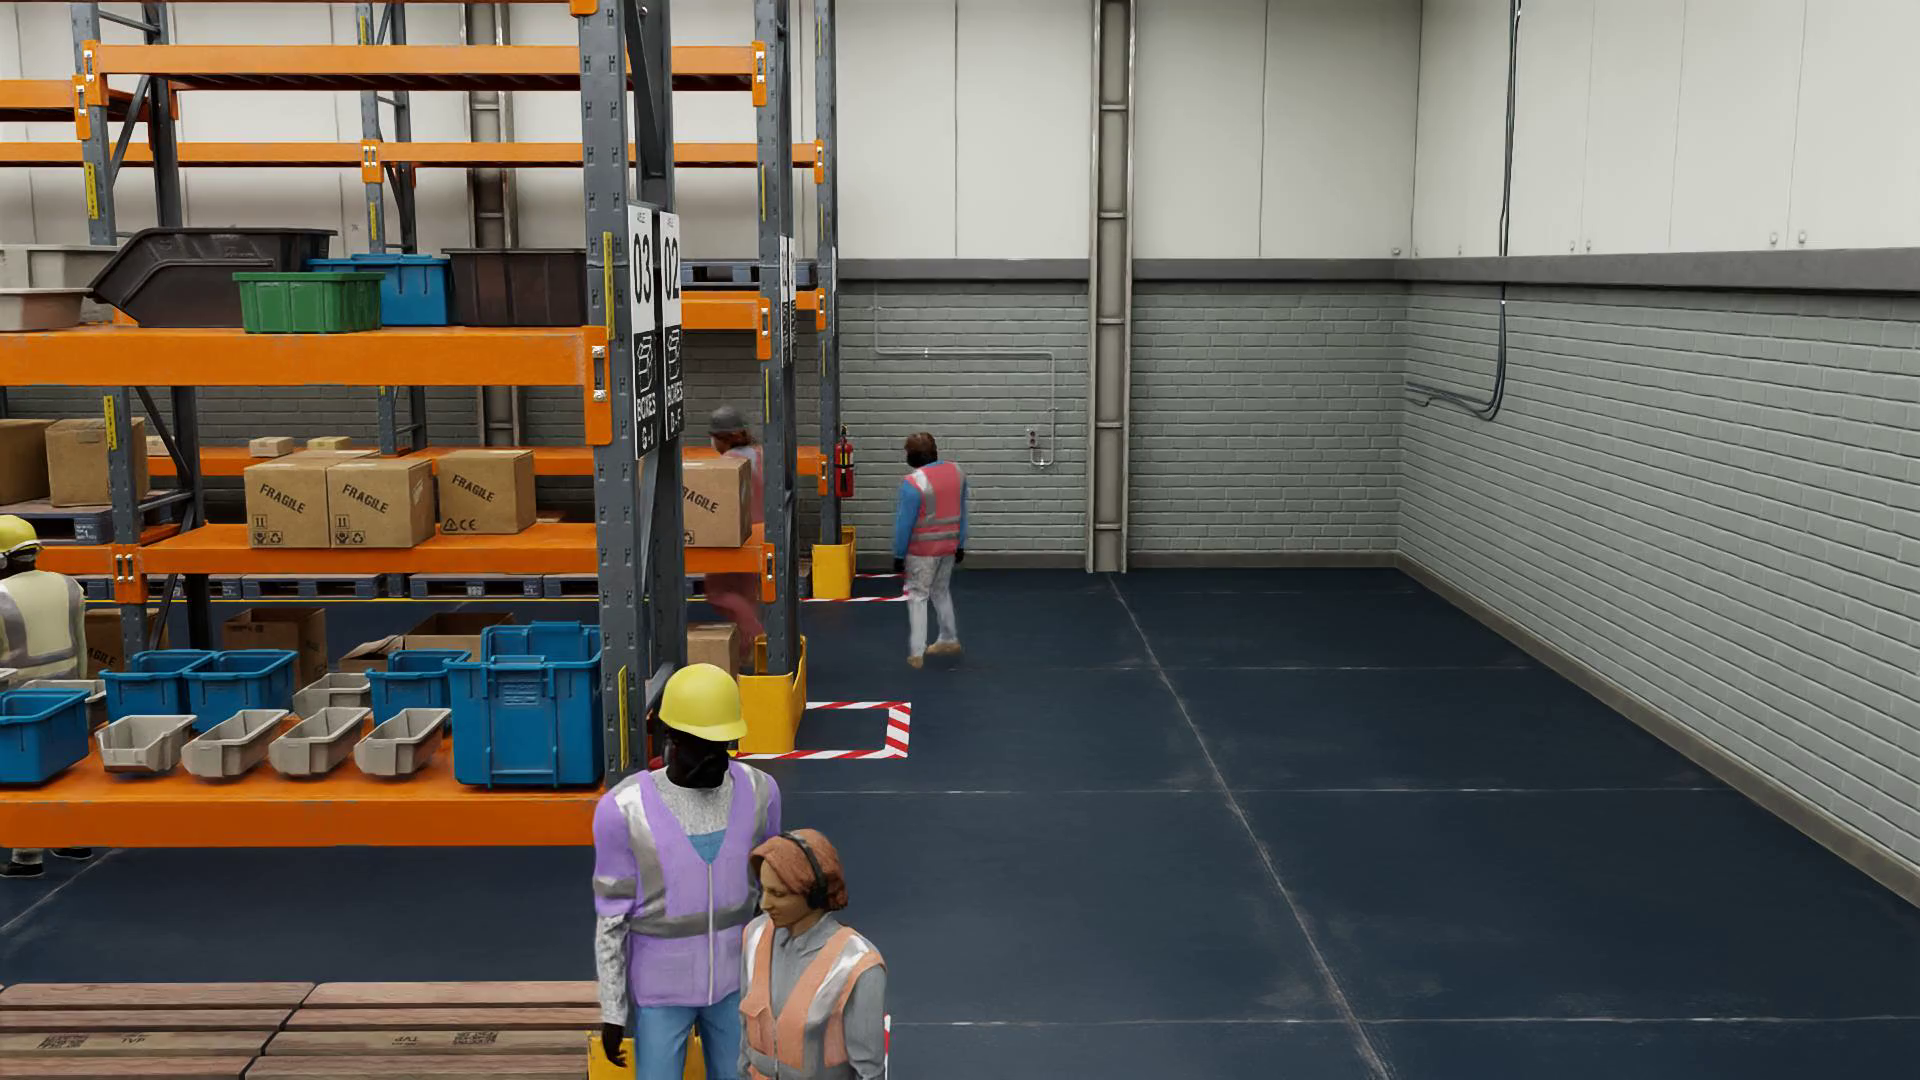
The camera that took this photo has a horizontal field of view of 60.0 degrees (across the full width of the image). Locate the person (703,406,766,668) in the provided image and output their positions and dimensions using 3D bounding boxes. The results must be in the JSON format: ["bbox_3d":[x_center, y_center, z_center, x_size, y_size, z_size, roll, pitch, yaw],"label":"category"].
[{"bbox_3d":[-1.661,-0.012,12.499,0.653,2.000,0.692,5,10,27],"label":"person"}]

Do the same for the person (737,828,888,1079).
[{"bbox_3d":[-0.380,1.530,4.299,0.524,1.631,0.316,8,12,41],"label":"person"}]

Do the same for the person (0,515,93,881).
[{"bbox_3d":[-4.646,0.780,8.318,0.403,1.824,0.596,4,10,23],"label":"person"}]

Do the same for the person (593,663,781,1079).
[{"bbox_3d":[-0.770,1.293,4.898,0.597,1.917,0.397,-5,11,-30],"label":"person"}]

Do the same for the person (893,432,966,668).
[{"bbox_3d":[-0.211,0.067,12.731,0.457,1.808,0.731,8,13,42],"label":"person"}]
